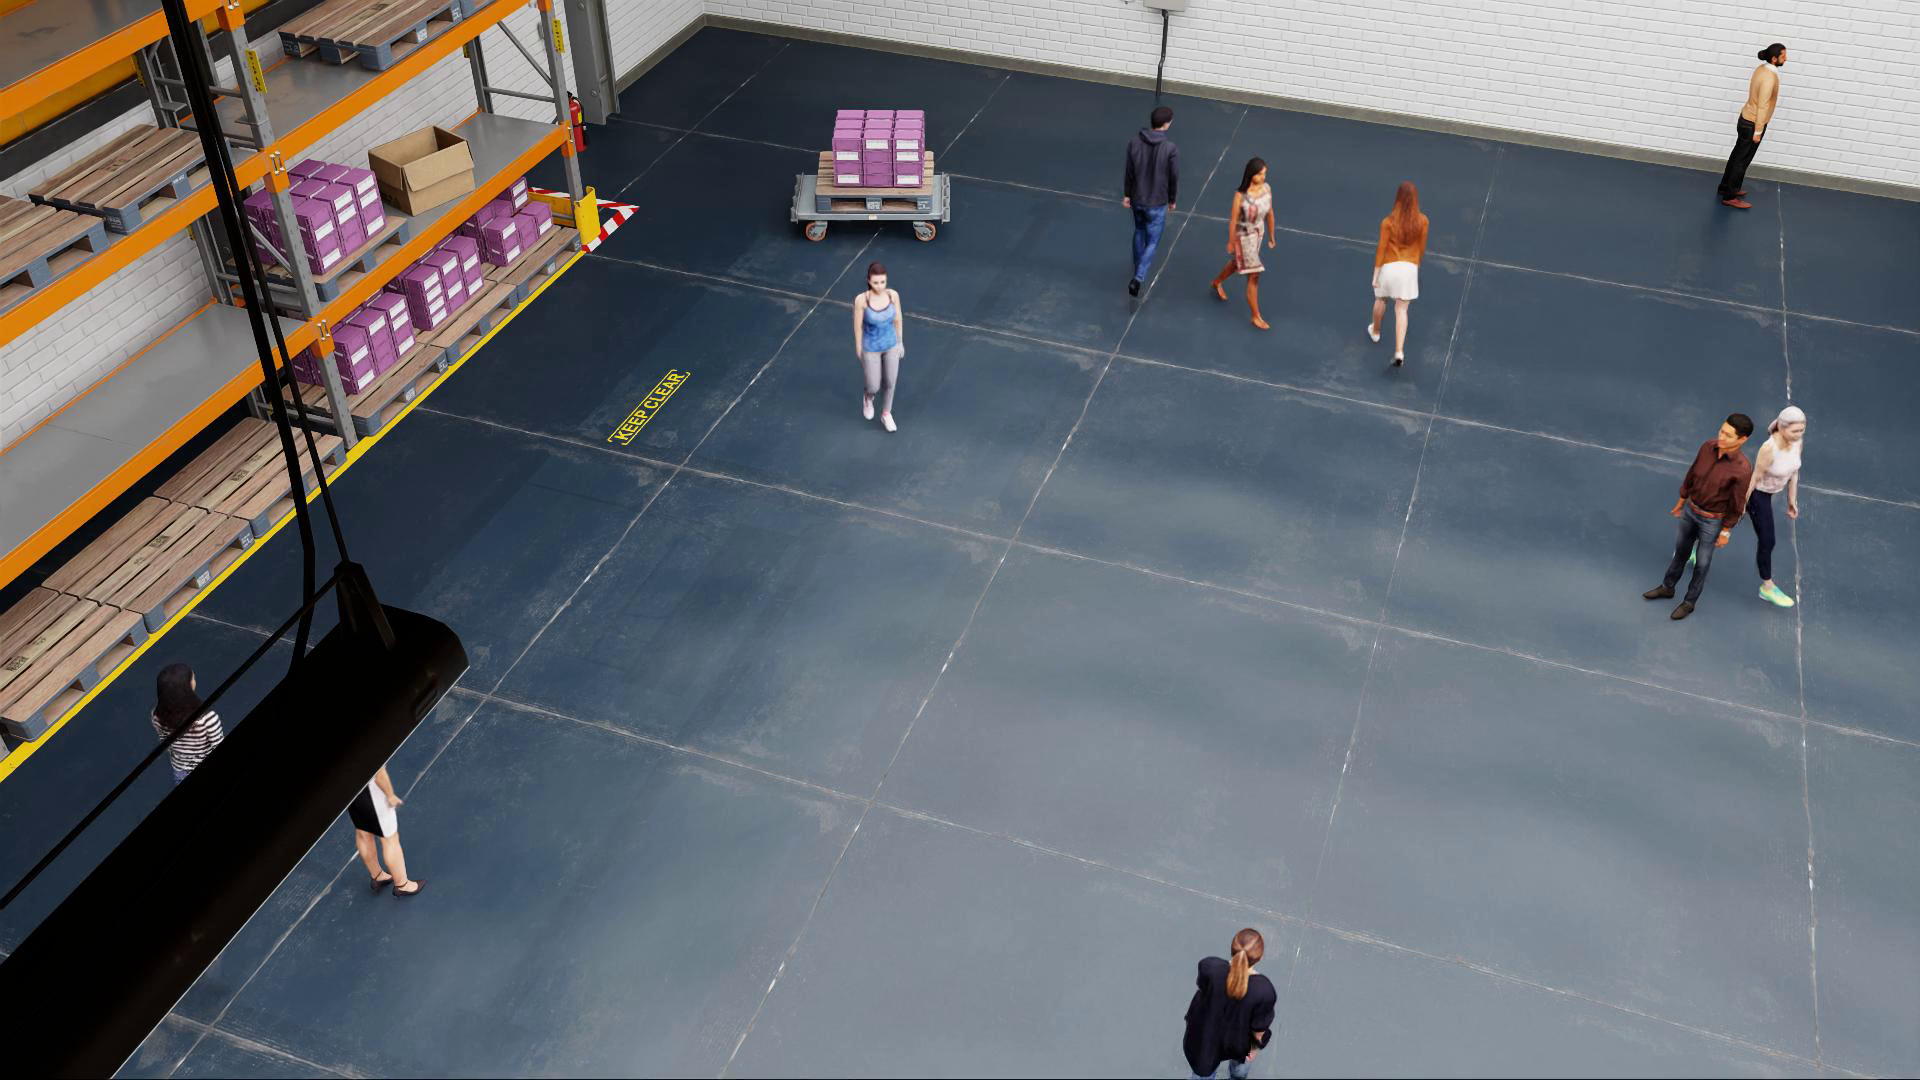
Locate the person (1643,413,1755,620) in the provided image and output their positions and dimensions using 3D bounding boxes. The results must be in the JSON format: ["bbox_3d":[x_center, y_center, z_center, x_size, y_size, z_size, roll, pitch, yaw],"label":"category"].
[{"bbox_3d":[5.518,-0.192,12.279,0.762,1.781,0.703,-16,41,-19],"label":"person"}]

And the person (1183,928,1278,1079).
[{"bbox_3d":[1.367,2.674,8.795,0.678,1.651,1.118,16,41,19],"label":"person"}]

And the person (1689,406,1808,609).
[{"bbox_3d":[5.952,-0.354,12.590,1.199,1.646,1.039,-28,47,-31],"label":"person"}]

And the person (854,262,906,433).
[{"bbox_3d":[-0.705,-1.685,14.293,0.724,1.601,0.785,-14,41,-17],"label":"person"}]

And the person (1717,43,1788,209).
[{"bbox_3d":[8.379,-4.400,17.569,0.741,1.755,0.562,8,39,10],"label":"person"}]

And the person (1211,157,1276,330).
[{"bbox_3d":[2.685,-2.891,15.802,1.133,1.602,1.095,-23,44,-26],"label":"person"}]

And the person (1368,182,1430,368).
[{"bbox_3d":[3.999,-2.384,15.097,0.796,1.690,1.138,3,39,4],"label":"person"}]

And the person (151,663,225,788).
[{"bbox_3d":[-4.610,1.542,10.120,0.814,1.766,0.962,-3,39,-4],"label":"person"}]

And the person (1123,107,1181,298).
[{"bbox_3d":[1.797,-3.217,16.009,0.730,1.853,1.163,15,41,18],"label":"person"}]
